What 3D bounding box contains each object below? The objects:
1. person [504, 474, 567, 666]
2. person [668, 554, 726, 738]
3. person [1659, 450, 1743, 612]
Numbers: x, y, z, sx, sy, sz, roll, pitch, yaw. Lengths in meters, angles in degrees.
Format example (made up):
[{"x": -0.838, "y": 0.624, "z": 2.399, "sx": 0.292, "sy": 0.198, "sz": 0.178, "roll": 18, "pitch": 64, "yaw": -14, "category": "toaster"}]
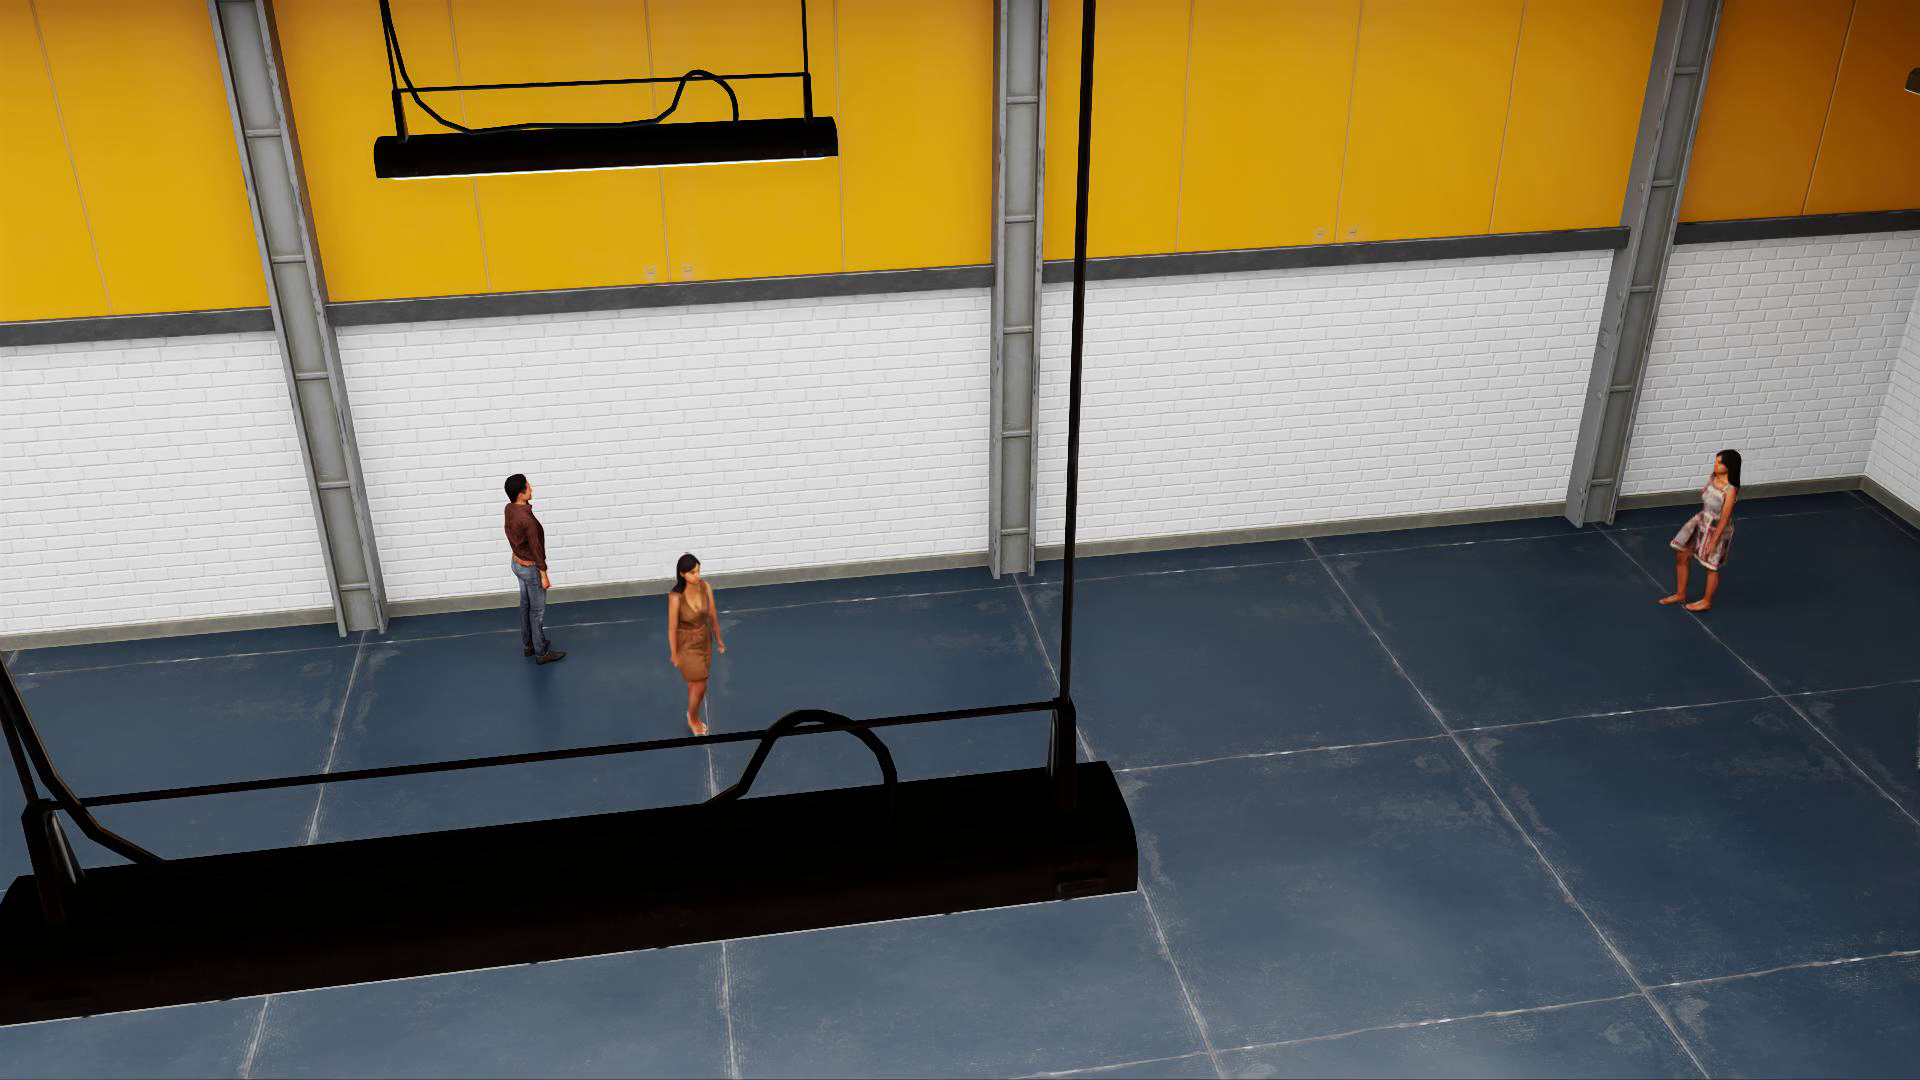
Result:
[{"x": -3.702, "y": 0.238, "z": 14.261, "sx": 0.710, "sy": 1.781, "sz": 0.724, "roll": -22, "pitch": 36, "yaw": -34, "category": "person"}, {"x": -2.190, "y": 0.827, "z": 13.291, "sx": 0.755, "sy": 1.677, "sz": 0.695, "roll": 18, "pitch": 34, "yaw": 30, "category": "person"}, {"x": 6.860, "y": -0.076, "z": 14.993, "sx": 0.694, "sy": 1.633, "sz": 0.649, "roll": -3, "pitch": 29, "yaw": -6, "category": "person"}]
